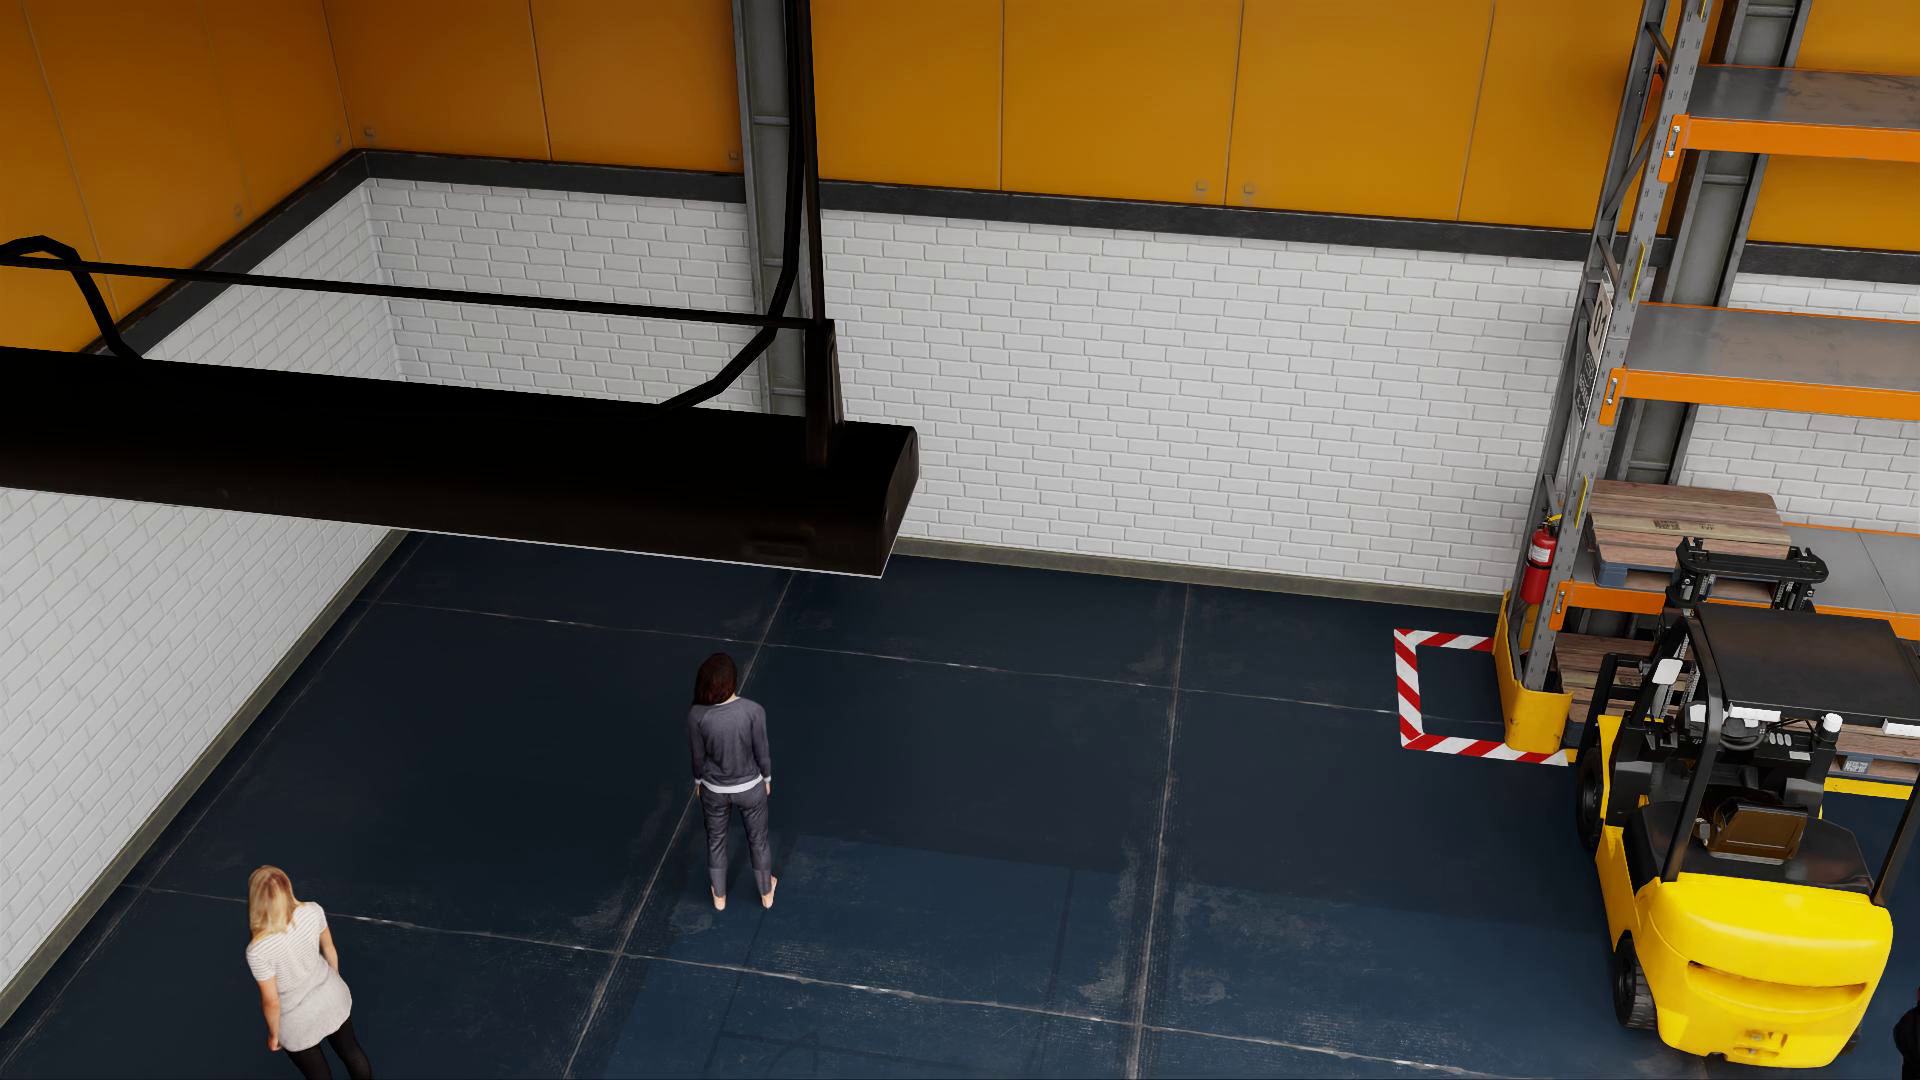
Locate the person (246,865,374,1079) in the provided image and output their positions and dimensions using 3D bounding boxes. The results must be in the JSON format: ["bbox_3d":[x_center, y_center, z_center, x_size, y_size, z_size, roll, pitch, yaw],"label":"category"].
[{"bbox_3d":[-3.163,2.275,8.101,0.646,1.826,0.674,18,38,25],"label":"person"}]

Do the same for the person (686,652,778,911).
[{"bbox_3d":[-1.294,1.392,9.483,0.531,1.767,0.708,-2,34,-3],"label":"person"}]
